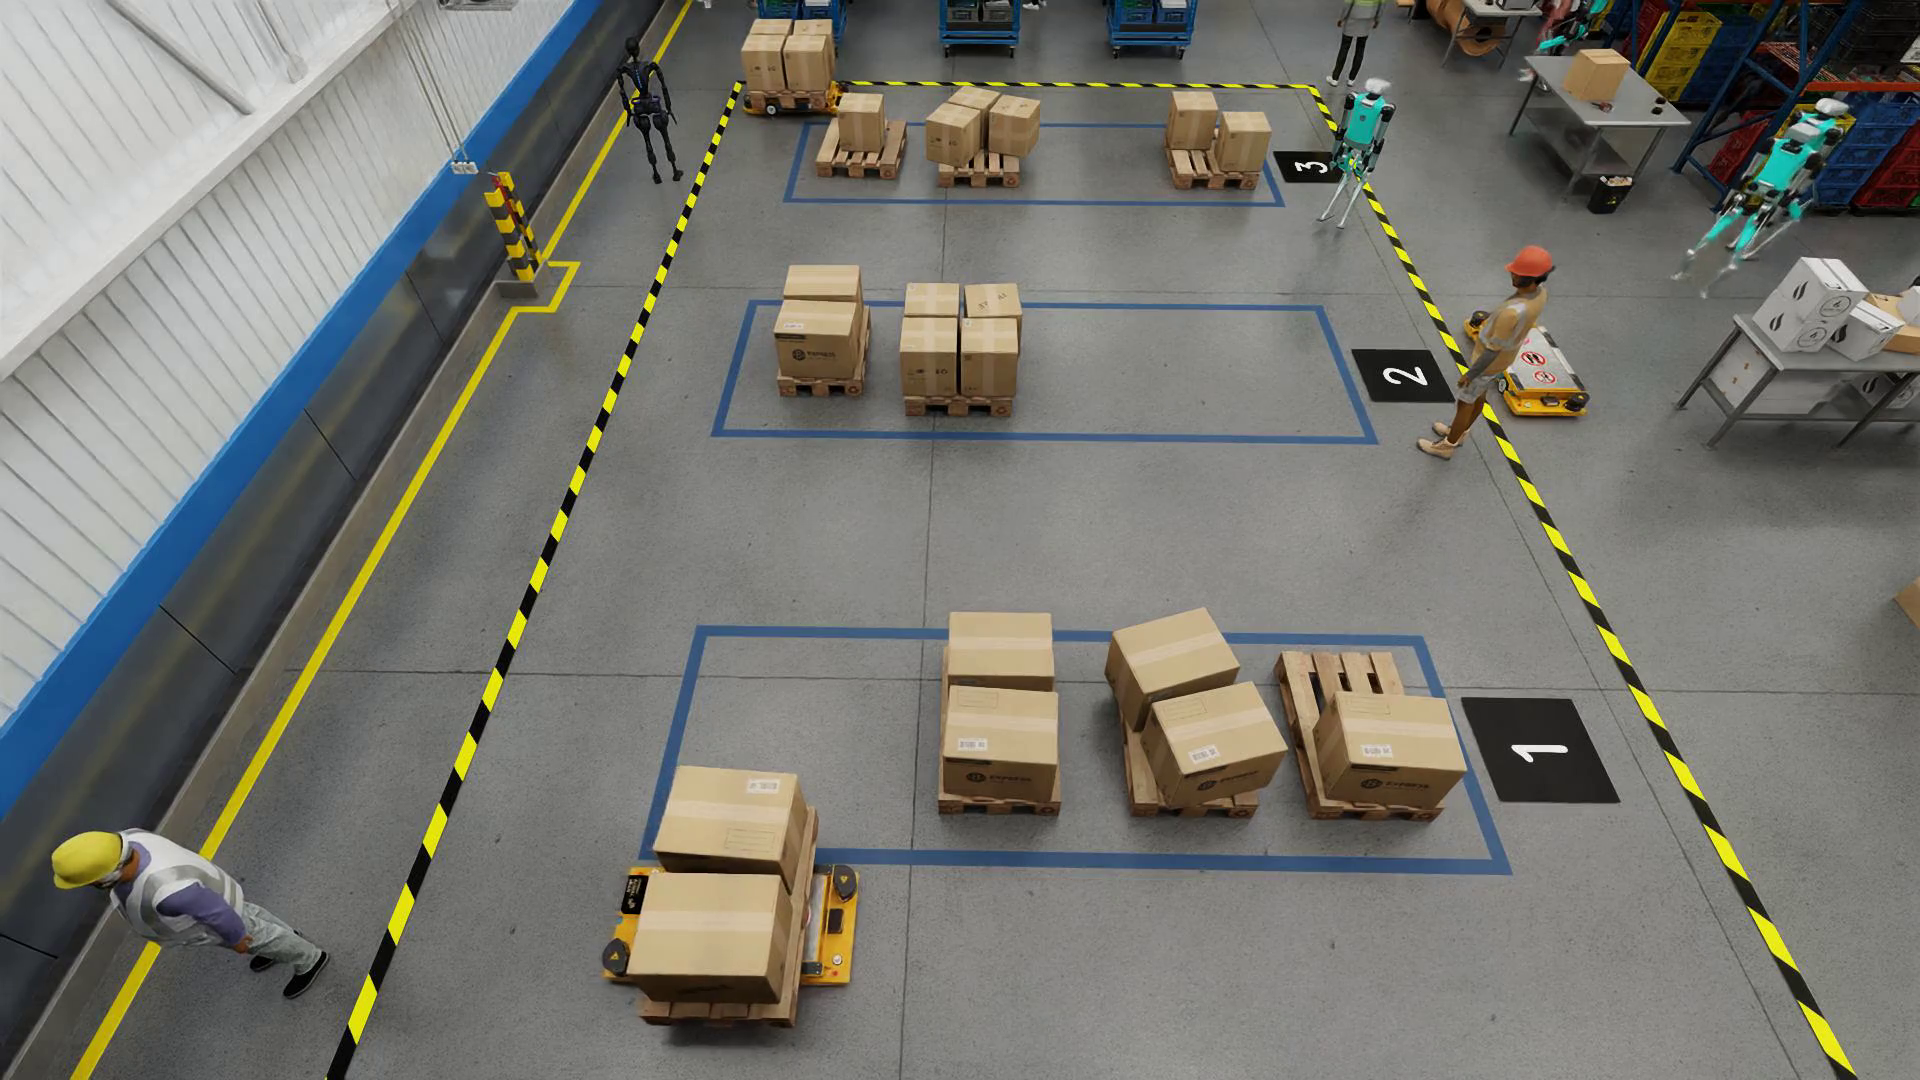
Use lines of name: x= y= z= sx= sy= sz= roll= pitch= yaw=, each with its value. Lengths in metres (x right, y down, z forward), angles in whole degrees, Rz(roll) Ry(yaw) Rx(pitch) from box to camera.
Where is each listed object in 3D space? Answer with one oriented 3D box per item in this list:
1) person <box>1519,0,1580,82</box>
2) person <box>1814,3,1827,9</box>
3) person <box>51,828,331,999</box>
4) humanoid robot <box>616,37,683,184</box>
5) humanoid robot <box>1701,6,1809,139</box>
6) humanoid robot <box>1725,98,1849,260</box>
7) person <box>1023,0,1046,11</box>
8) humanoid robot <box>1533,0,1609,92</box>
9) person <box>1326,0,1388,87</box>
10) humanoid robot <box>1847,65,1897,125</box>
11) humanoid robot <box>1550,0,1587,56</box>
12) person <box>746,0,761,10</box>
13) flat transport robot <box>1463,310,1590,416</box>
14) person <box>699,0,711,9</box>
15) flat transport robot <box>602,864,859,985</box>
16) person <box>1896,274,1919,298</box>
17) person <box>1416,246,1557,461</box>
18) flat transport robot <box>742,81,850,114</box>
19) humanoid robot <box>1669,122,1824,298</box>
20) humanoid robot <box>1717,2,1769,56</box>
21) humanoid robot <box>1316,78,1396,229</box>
person: x=8.527 y=-7.533 z=12.972 sx=0.382 sy=1.906 sz=0.657 roll=20 pitch=52 yaw=16
person: x=13.282 y=-8.633 z=13.962 sx=0.373 sy=1.843 sz=0.569 roll=-27 pitch=54 yaw=-21
person: x=-3.980 y=1.956 z=4.807 sx=0.599 sy=1.827 sz=0.404 roll=25 pitch=53 yaw=20
humanoid robot: x=-3.763 y=-5.169 z=11.064 sx=0.599 sy=1.659 sz=0.315 roll=-8 pitch=50 yaw=-7
humanoid robot: x=10.317 y=-5.991 z=11.822 sx=0.779 sy=1.634 sz=0.583 roll=4 pitch=49 yaw=3
humanoid robot: x=9.008 y=-3.886 z=9.899 sx=0.738 sy=1.753 sz=0.532 roll=-13 pitch=50 yaw=-11
person: x=1.258 y=-9.616 z=14.798 sx=0.317 sy=1.869 sz=0.519 roll=35 pitch=58 yaw=26
humanoid robot: x=8.419 y=-7.147 z=12.659 sx=0.533 sy=1.677 sz=0.735 roll=-29 pitch=55 yaw=-23
person: x=5.617 y=-7.357 z=12.854 sx=0.596 sy=1.851 sz=0.384 roll=2 pitch=49 yaw=2
humanoid robot: x=11.649 y=-5.750 z=11.615 sx=0.739 sy=1.889 sz=0.549 roll=-4 pitch=49 yaw=-3
humanoid robot: x=8.771 y=-7.511 z=13.103 sx=0.356 sy=1.652 sz=0.602 roll=-5 pitch=49 yaw=-4
person: x=-3.396 y=-9.634 z=14.705 sx=0.665 sy=2.030 sz=0.524 roll=-36 pitch=58 yaw=-27
flat transport robot: x=5.573 y=-1.757 z=9.054 sx=0.659 sy=0.231 sz=1.431 roll=1 pitch=49 yaw=1
person: x=-4.297 y=-9.632 z=14.818 sx=0.558 sy=1.858 sz=0.403 roll=0 pitch=49 yaw=0
flat transport robot: x=-1.354 y=2.298 z=5.525 sx=1.431 sy=0.197 sz=0.652 roll=1 pitch=49 yaw=1
person: x=10.373 y=-3.164 z=9.239 sx=0.338 sy=1.838 sz=0.507 roll=-28 pitch=55 yaw=-22
person: x=4.413 y=-1.525 z=7.686 sx=0.604 sy=2.037 sz=0.384 roll=-35 pitch=57 yaw=-26
flat transport robot: x=-2.305 y=-6.259 z=12.932 sx=1.431 sy=0.197 sz=0.652 roll=1 pitch=49 yaw=1
humanoid robot: x=8.048 y=-3.310 z=9.434 sx=0.751 sy=1.759 sz=0.567 roll=-30 pitch=55 yaw=-23
humanoid robot: x=11.578 y=-7.719 z=13.310 sx=0.761 sy=1.626 sz=0.616 roll=9 pitch=50 yaw=8
humanoid robot: x=4.487 y=-4.352 z=10.240 sx=0.533 sy=1.677 sz=0.735 roll=34 pitch=57 yaw=26
